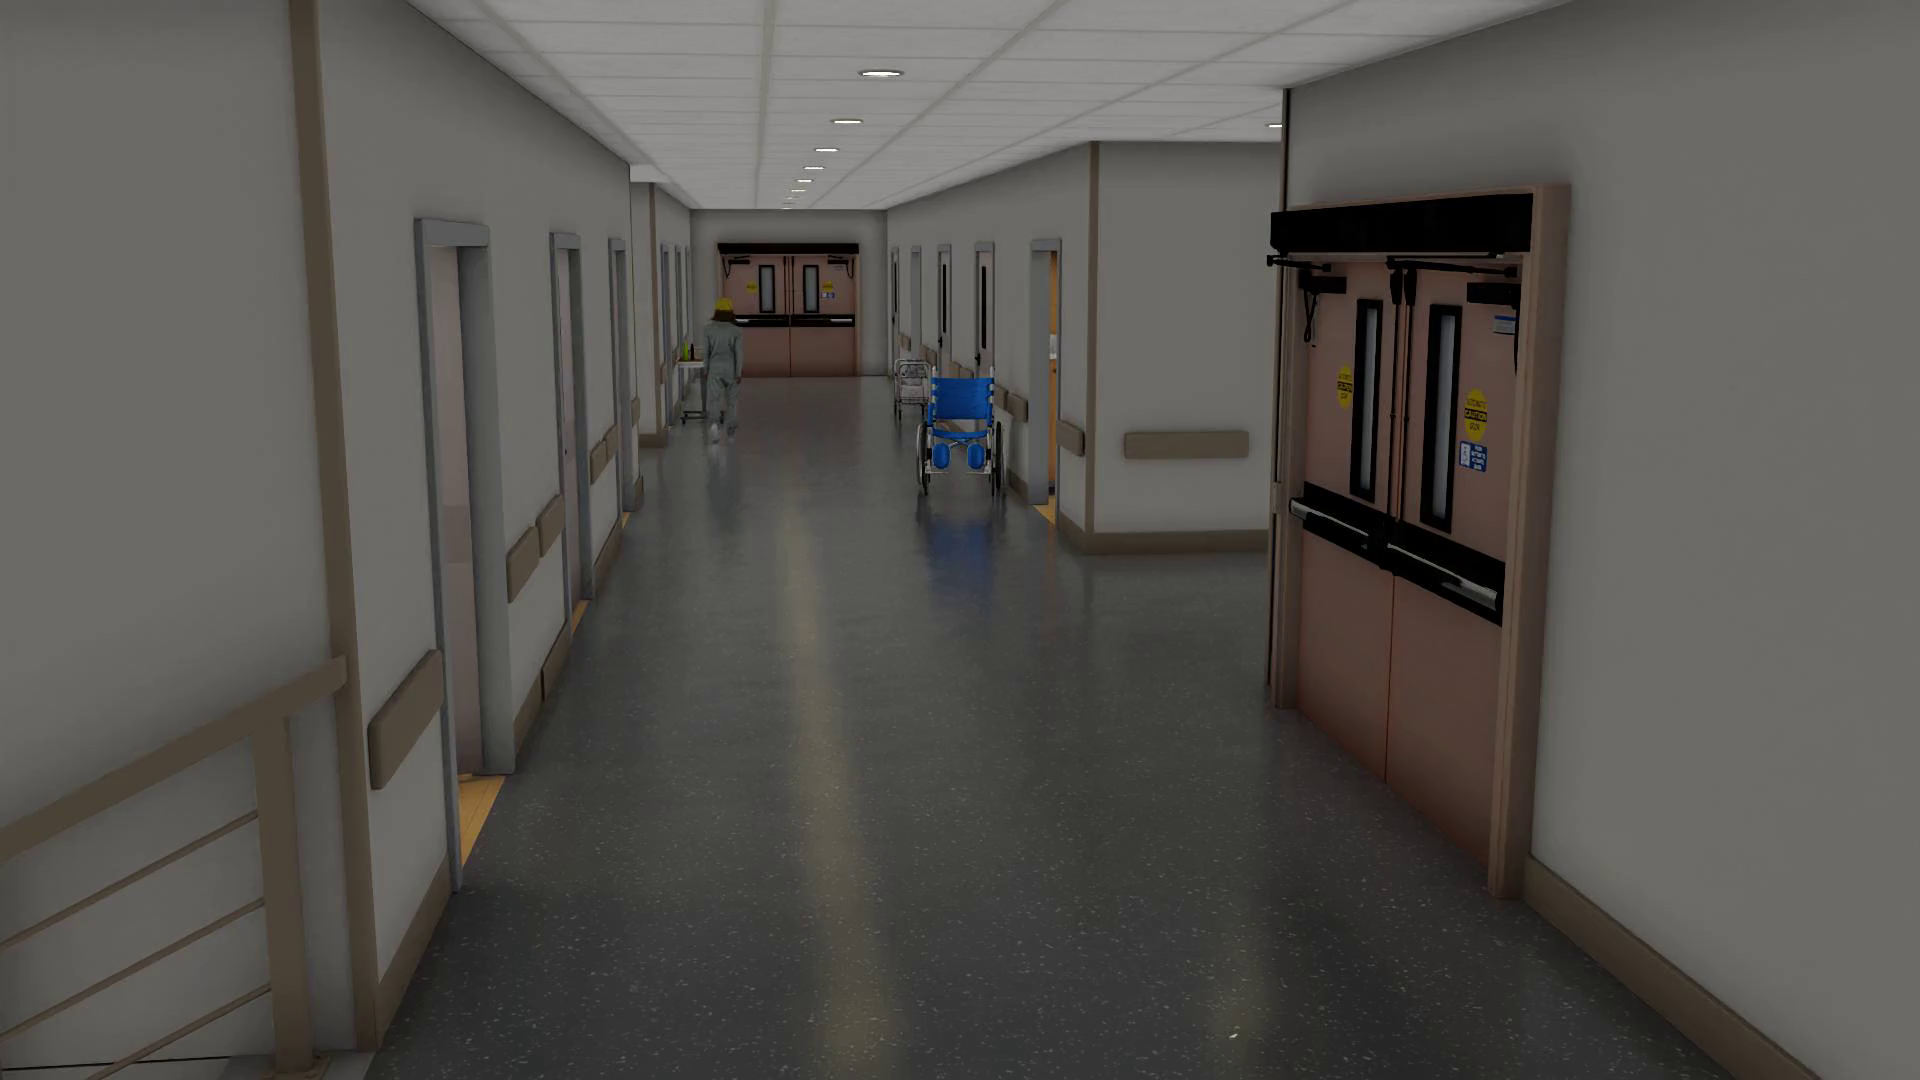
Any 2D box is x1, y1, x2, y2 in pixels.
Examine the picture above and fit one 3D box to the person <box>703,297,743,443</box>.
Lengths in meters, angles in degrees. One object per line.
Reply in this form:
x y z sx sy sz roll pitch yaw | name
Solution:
-2.802 -2.008 19.671 0.489 1.717 0.789 -1 10 -4 | person
